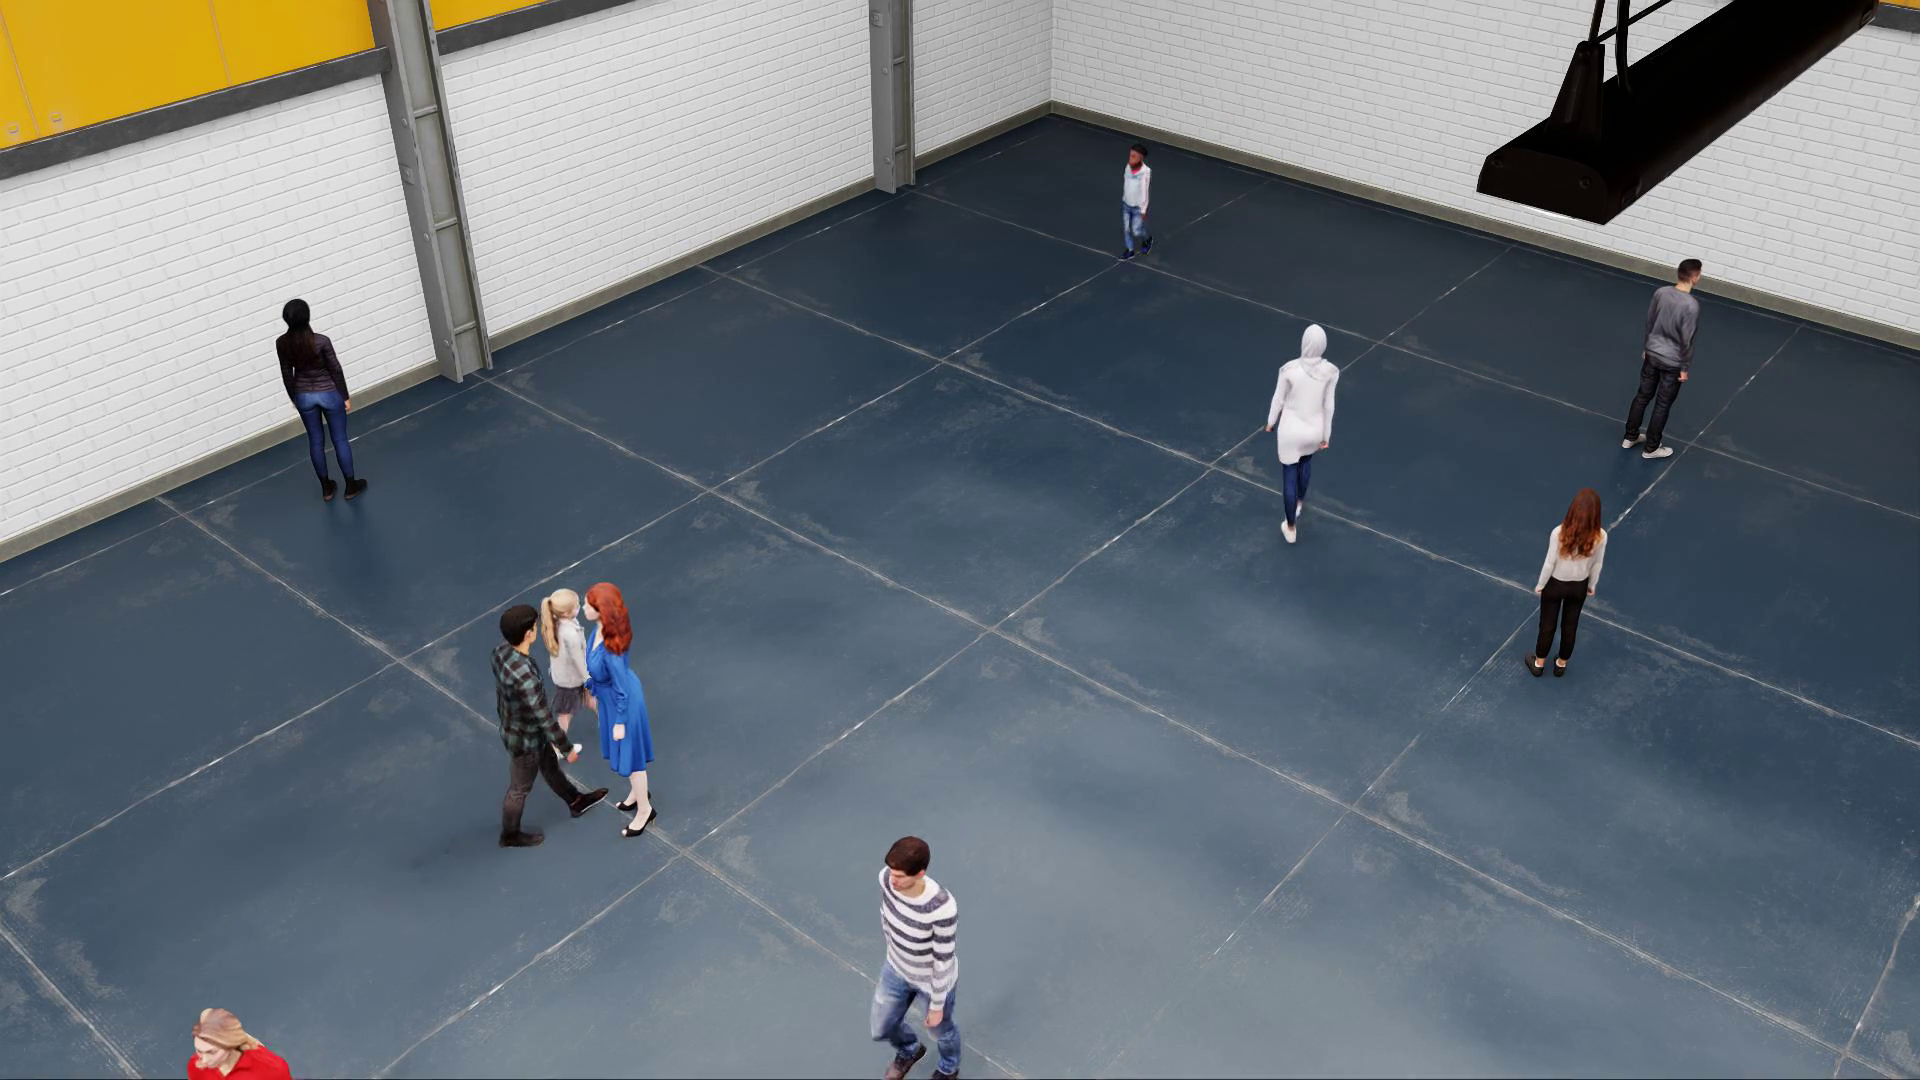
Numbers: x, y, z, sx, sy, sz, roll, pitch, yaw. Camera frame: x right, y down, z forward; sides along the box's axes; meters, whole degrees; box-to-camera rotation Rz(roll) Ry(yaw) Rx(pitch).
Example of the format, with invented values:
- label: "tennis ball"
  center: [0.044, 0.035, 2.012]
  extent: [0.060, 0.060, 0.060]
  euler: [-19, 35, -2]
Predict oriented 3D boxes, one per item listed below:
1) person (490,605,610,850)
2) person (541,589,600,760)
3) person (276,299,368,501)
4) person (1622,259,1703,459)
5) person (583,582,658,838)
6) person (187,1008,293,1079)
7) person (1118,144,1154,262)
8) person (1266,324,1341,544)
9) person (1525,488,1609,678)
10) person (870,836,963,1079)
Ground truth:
- label: "person"
  center: [-2.691, 1.158, 9.964]
  extent: [1.103, 1.689, 0.981]
  euler: [-12, 35, -17]
- label: "person"
  center: [-2.569, 0.882, 10.703]
  extent: [0.902, 1.246, 0.680]
  euler: [-21, 39, -28]
- label: "person"
  center: [-5.115, -1.119, 13.260]
  extent: [0.711, 1.747, 0.760]
  euler: [-1, 34, -1]
- label: "person"
  center: [5.877, -1.519, 13.850]
  extent: [0.650, 1.762, 0.687]
  euler: [-18, 37, -24]
- label: "person"
  center: [-2.026, 1.015, 9.977]
  extent: [0.755, 1.828, 0.715]
  euler: [-7, 34, -10]
- label: "person"
  center: [-3.167, 2.671, 7.641]
  extent: [1.028, 1.656, 1.220]
  euler: [4, 34, 6]
- label: "person"
  center: [1.866, -3.525, 17.330]
  extent: [0.656, 1.250, 0.514]
  euler: [-28, 43, -35]
- label: "person"
  center: [2.614, -0.771, 12.729]
  extent: [0.897, 1.756, 0.967]
  euler: [-2, 34, -3]
- label: "person"
  center: [4.148, 0.303, 11.359]
  extent: [0.624, 1.485, 0.654]
  euler: [3, 34, 4]
- label: "person"
  center: [-0.130, 2.104, 8.338]
  extent: [0.667, 1.830, 0.695]
  euler: [22, 40, 30]
